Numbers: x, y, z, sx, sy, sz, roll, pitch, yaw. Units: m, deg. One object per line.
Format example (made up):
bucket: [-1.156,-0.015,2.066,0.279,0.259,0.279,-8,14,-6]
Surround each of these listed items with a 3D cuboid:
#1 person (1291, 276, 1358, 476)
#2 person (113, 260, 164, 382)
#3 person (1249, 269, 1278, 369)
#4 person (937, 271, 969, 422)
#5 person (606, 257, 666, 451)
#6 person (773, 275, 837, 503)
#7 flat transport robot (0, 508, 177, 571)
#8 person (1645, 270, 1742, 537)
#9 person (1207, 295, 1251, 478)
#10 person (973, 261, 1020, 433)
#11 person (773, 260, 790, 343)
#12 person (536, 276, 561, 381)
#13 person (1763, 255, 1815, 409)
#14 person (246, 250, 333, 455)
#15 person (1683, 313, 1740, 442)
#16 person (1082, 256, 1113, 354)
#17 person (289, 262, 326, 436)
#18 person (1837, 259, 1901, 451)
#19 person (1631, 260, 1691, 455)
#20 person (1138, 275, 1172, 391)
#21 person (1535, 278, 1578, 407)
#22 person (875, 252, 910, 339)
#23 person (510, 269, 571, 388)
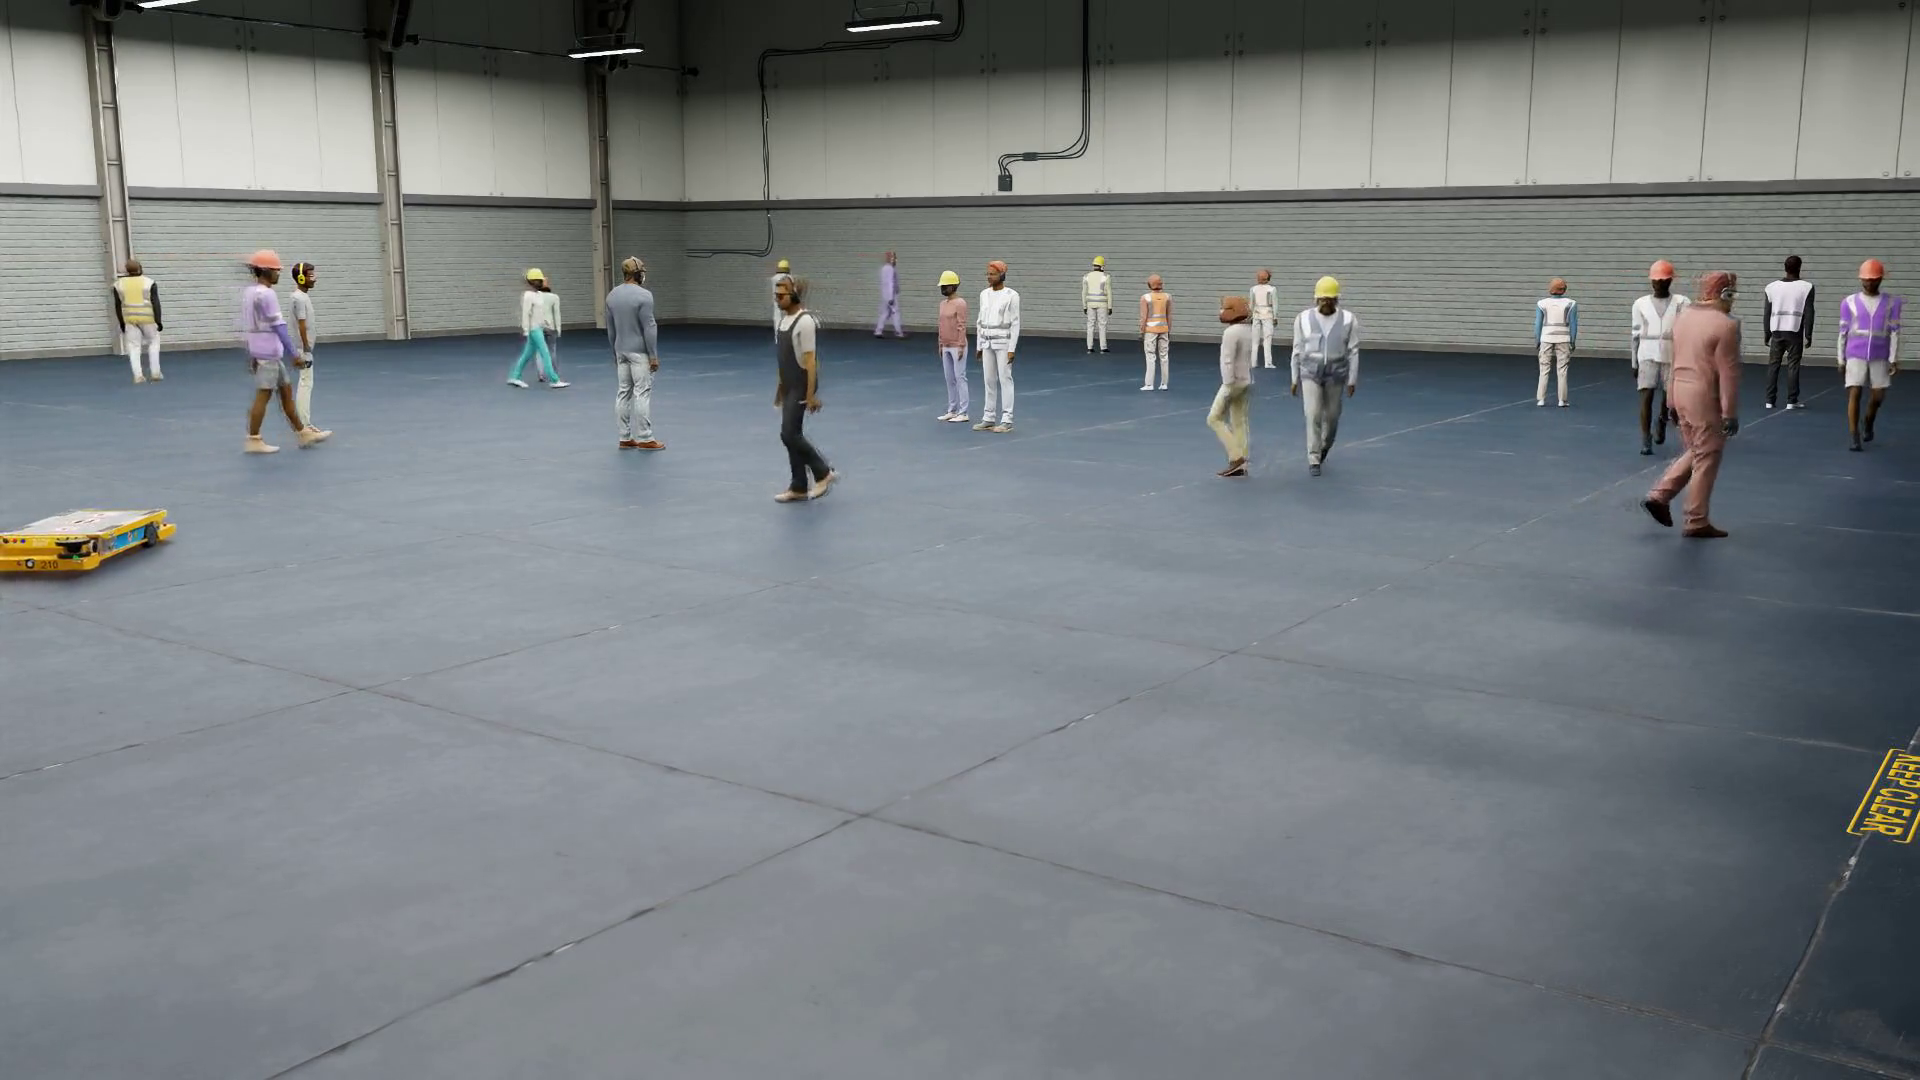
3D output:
person: [3.314,-1.506,15.148,0.599,1.795,0.789,1,10,8]
person: [-12.333,-3.297,25.068,0.663,1.818,0.703,-2,10,-9]
person: [5.037,-3.662,27.612,0.514,1.645,0.309,7,13,36]
person: [-0.099,-2.249,19.383,0.341,1.757,0.518,-7,12,-33]
person: [-3.259,-1.855,16.666,0.627,1.940,0.373,7,12,34]
person: [-1.310,-1.194,13.285,0.424,1.830,0.515,-5,11,-25]
flat transport robot: [-5.832,-0.019,11.048,0.652,0.197,1.431,0,10,-3]
person: [5.211,-0.944,11.700,0.481,1.891,0.669,-1,10,-8]
person: [2.391,-1.350,14.710,0.352,1.618,0.533,5,11,27]
person: [0.401,-2.124,18.333,0.575,1.882,0.355,9,14,42]
person: [-3.645,-4.968,34.728,0.507,1.705,0.834,4,11,23]
person: [-6.322,-3.213,25.275,0.505,1.587,0.869,-1,10,-8]
person: [10.415,-2.608,20.932,0.591,1.922,0.392,9,14,42]
person: [-6.722,-1.856,16.504,0.897,2.005,0.620,-7,12,-32]
person: [7.831,-1.820,17.350,0.520,1.629,0.302,5,11,27]
person: [2.603,-4.424,31.350,0.601,1.830,0.403,5,11,27]
person: [-7.071,-2.056,17.990,0.310,1.868,0.532,-5,11,-24]
person: [9.149,-1.868,16.777,0.563,1.923,0.650,4,11,24]
person: [6.957,-1.824,16.553,0.547,1.920,0.775,4,11,22]
person: [2.752,-2.910,23.415,0.514,1.639,0.310,-5,11,-24]
person: [7.560,-2.499,21.119,0.512,1.637,0.307,5,11,25]
person: [-1.505,-5.290,36.103,0.655,1.912,0.671,-3,11,-16]
person: [-6.098,-3.035,23.905,0.939,1.719,0.527,1,10,5]
